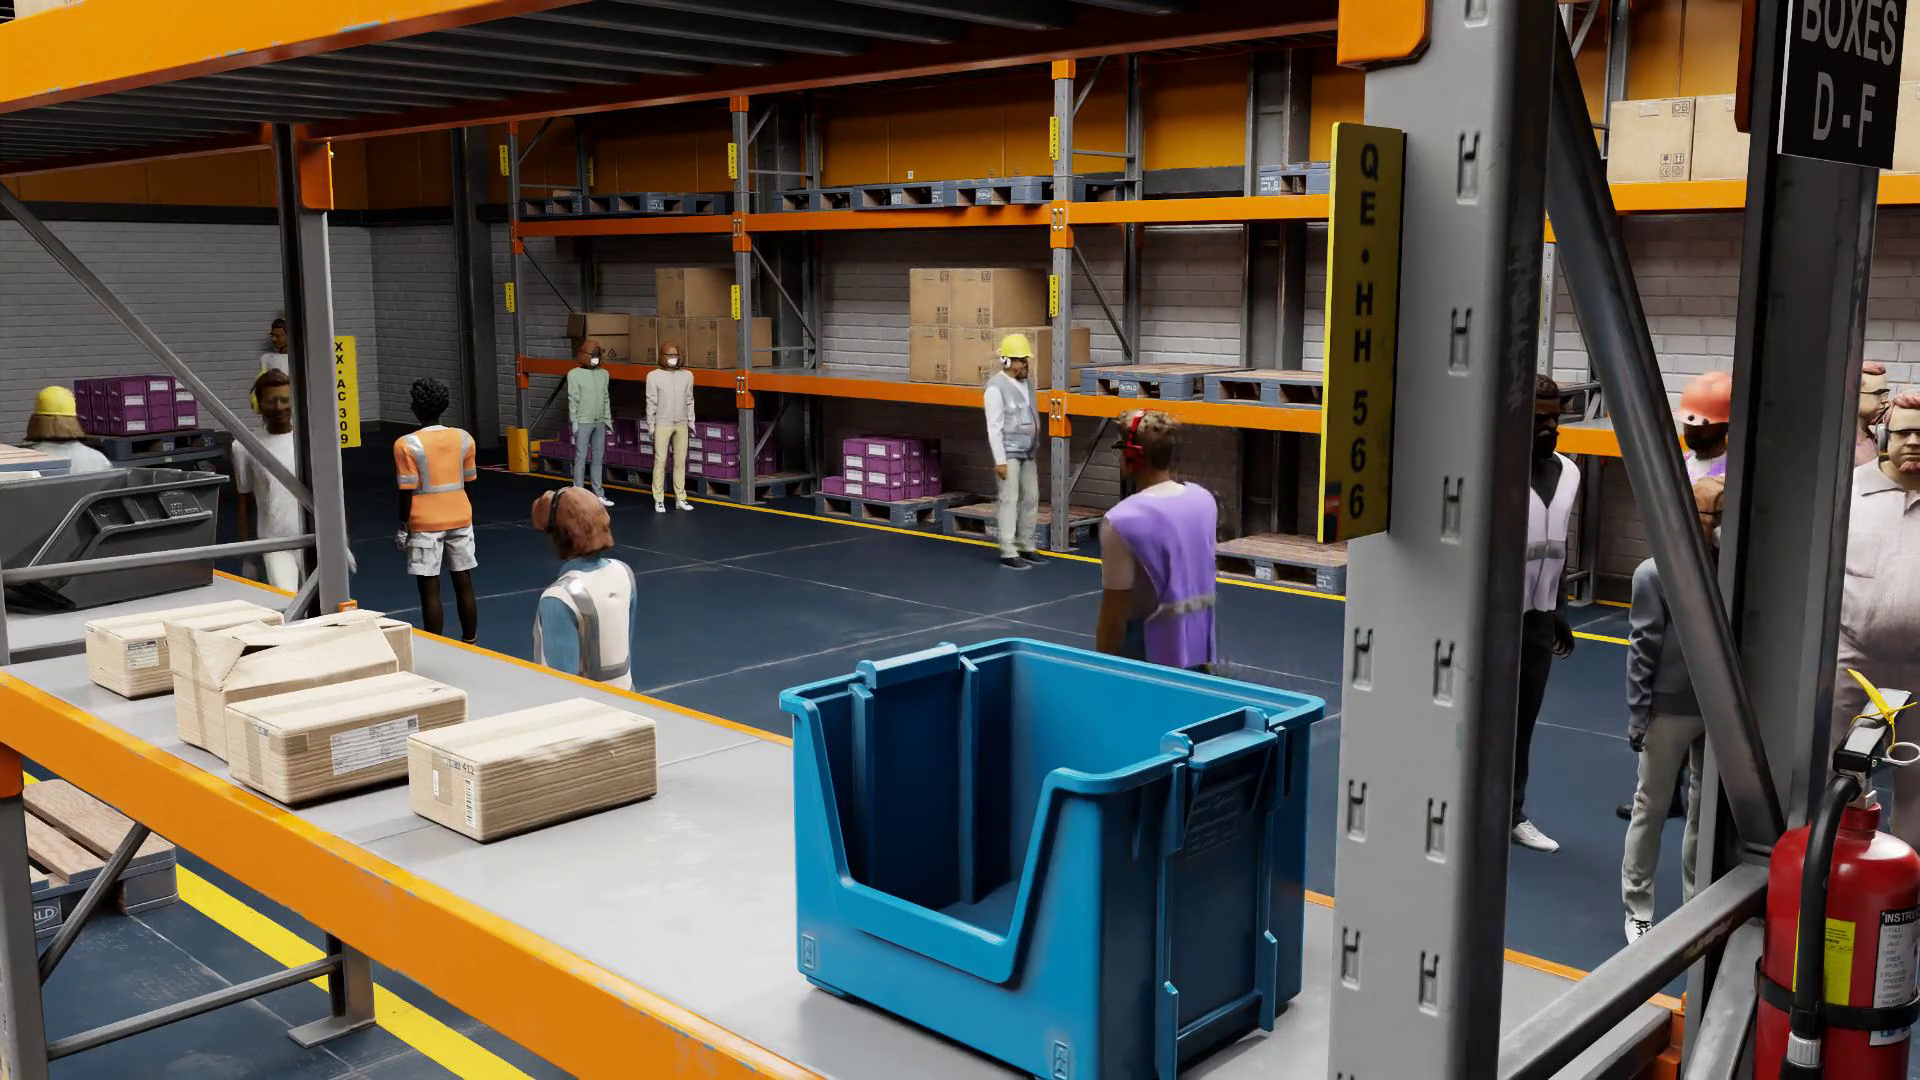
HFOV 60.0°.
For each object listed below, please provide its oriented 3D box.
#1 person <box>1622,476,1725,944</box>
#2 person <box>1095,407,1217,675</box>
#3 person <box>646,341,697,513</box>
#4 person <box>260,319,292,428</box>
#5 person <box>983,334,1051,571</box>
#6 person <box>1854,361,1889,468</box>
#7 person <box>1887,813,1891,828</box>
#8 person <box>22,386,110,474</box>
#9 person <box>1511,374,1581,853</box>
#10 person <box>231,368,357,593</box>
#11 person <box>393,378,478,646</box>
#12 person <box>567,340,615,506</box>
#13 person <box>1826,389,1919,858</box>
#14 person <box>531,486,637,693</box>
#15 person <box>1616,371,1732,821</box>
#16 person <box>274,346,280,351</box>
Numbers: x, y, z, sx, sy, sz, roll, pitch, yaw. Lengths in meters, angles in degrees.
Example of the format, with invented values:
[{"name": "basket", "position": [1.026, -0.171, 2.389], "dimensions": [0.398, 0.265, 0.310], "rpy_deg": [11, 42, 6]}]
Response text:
[{"name": "person", "position": [2.484, 0.594, 5.606], "dimensions": [0.498, 1.636, 0.282], "rpy_deg": [-1, 9, -6]}, {"name": "person", "position": [0.690, 0.443, 5.924], "dimensions": [0.438, 1.831, 0.600], "rpy_deg": [9, 13, 43]}, {"name": "person", "position": [-2.750, -1.079, 15.871], "dimensions": [0.507, 1.631, 0.273], "rpy_deg": [-7, 11, -35]}, {"name": "person", "position": [-6.177, -1.104, 15.328], "dimensions": [0.521, 1.864, 0.323], "rpy_deg": [-1, 9, -3]}, {"name": "person", "position": [0.421, -0.678, 12.847], "dimensions": [0.421, 1.822, 0.625], "rpy_deg": [6, 11, 34]}, {"name": "person", "position": [4.020, 0.140, 7.565], "dimensions": [0.409, 1.907, 0.651], "rpy_deg": [7, 12, 37]}, {"name": "person", "position": [4.034, 0.253, 6.675], "dimensions": [0.611, 1.973, 0.606], "rpy_deg": [9, 13, 44]}, {"name": "person", "position": [-4.577, 0.080, 8.488], "dimensions": [0.431, 1.722, 0.506], "rpy_deg": [9, 13, 43]}, {"name": "person", "position": [2.164, 0.302, 6.536], "dimensions": [0.595, 1.917, 0.373], "rpy_deg": [-5, 11, -29]}, {"name": "person", "position": [-3.405, 0.029, 8.482], "dimensions": [0.527, 1.839, 0.916], "rpy_deg": [-6, 11, -34]}, {"name": "person", "position": [-3.011, -0.083, 9.569], "dimensions": [0.320, 1.698, 0.531], "rpy_deg": [7, 12, 37]}, {"name": "person", "position": [-3.580, -1.121, 16.136], "dimensions": [0.289, 1.632, 0.497], "rpy_deg": [7, 12, 37]}, {"name": "person", "position": [3.228, 0.434, 5.762], "dimensions": [0.642, 1.909, 0.410], "rpy_deg": [4, 10, 24]}, {"name": "person", "position": [-1.189, 0.637, 5.337], "dimensions": [0.311, 1.639, 0.514], "rpy_deg": [2, 10, 14]}, {"name": "person", "position": [3.147, 0.243, 6.935], "dimensions": [0.671, 1.910, 0.554], "rpy_deg": [-2, 9, -10]}, {"name": "person", "position": [-8.799, -2.238, 22.120], "dimensions": [0.583, 1.916, 0.392], "rpy_deg": [-5, 11, -30]}]
